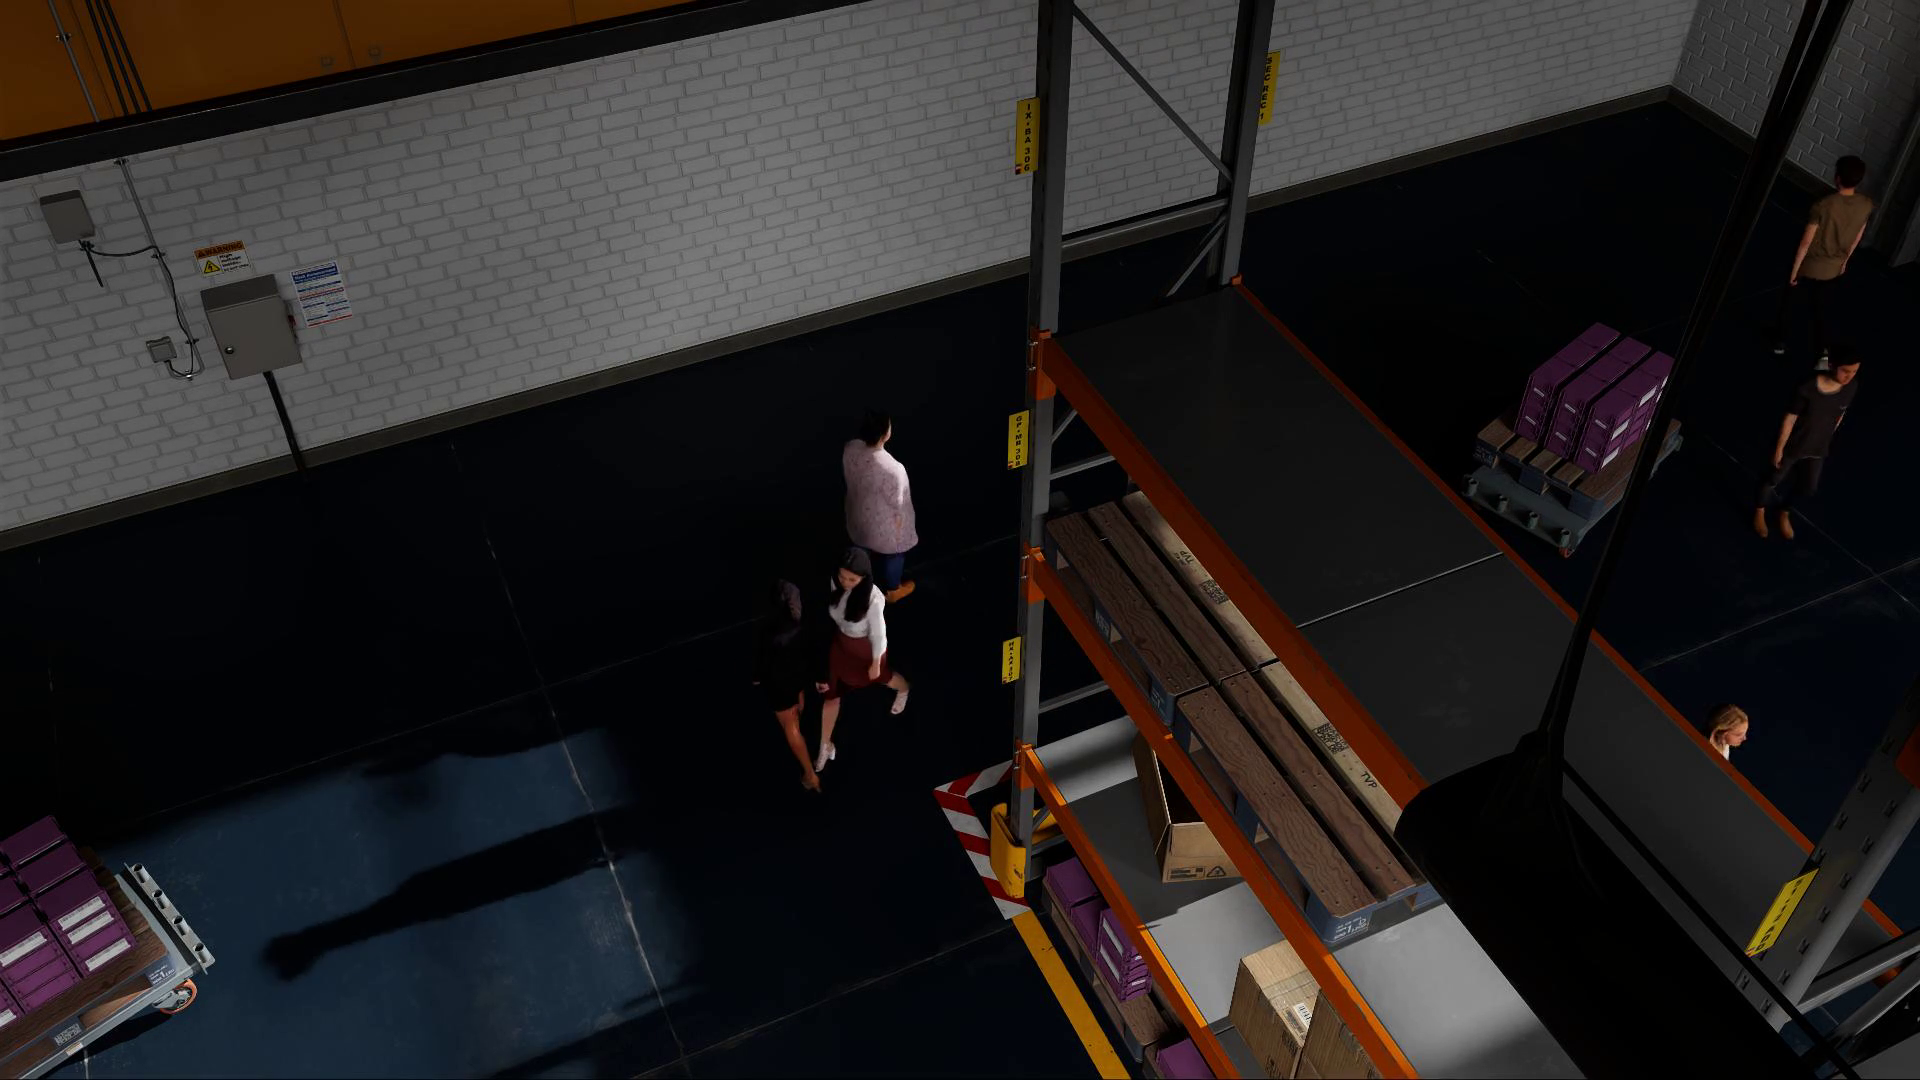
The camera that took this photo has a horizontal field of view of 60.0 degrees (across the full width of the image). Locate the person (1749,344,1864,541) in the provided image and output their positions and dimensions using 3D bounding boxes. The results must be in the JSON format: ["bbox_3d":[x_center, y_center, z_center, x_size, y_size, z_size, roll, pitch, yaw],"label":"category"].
[{"bbox_3d":[5.924,-0.757,11.765,0.705,1.702,0.705,0,44,0],"label":"person"}]

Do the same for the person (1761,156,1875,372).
[{"bbox_3d":[6.792,-2.112,13.096,0.938,1.827,1.161,0,44,0],"label":"person"}]

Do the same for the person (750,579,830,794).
[{"bbox_3d":[-1.004,0.912,10.081,0.656,1.608,0.940,-26,49,-25],"label":"person"}]

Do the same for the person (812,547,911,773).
[{"bbox_3d":[-0.554,0.659,10.277,1.121,1.703,0.964,31,52,29],"label":"person"}]

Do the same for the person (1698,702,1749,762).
[{"bbox_3d":[3.944,1.483,9.351,0.755,1.788,0.887,-30,51,-27],"label":"person"}]

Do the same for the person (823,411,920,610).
[{"bbox_3d":[-0.618,-0.141,11.104,1.018,1.722,0.964,33,53,30],"label":"person"}]
